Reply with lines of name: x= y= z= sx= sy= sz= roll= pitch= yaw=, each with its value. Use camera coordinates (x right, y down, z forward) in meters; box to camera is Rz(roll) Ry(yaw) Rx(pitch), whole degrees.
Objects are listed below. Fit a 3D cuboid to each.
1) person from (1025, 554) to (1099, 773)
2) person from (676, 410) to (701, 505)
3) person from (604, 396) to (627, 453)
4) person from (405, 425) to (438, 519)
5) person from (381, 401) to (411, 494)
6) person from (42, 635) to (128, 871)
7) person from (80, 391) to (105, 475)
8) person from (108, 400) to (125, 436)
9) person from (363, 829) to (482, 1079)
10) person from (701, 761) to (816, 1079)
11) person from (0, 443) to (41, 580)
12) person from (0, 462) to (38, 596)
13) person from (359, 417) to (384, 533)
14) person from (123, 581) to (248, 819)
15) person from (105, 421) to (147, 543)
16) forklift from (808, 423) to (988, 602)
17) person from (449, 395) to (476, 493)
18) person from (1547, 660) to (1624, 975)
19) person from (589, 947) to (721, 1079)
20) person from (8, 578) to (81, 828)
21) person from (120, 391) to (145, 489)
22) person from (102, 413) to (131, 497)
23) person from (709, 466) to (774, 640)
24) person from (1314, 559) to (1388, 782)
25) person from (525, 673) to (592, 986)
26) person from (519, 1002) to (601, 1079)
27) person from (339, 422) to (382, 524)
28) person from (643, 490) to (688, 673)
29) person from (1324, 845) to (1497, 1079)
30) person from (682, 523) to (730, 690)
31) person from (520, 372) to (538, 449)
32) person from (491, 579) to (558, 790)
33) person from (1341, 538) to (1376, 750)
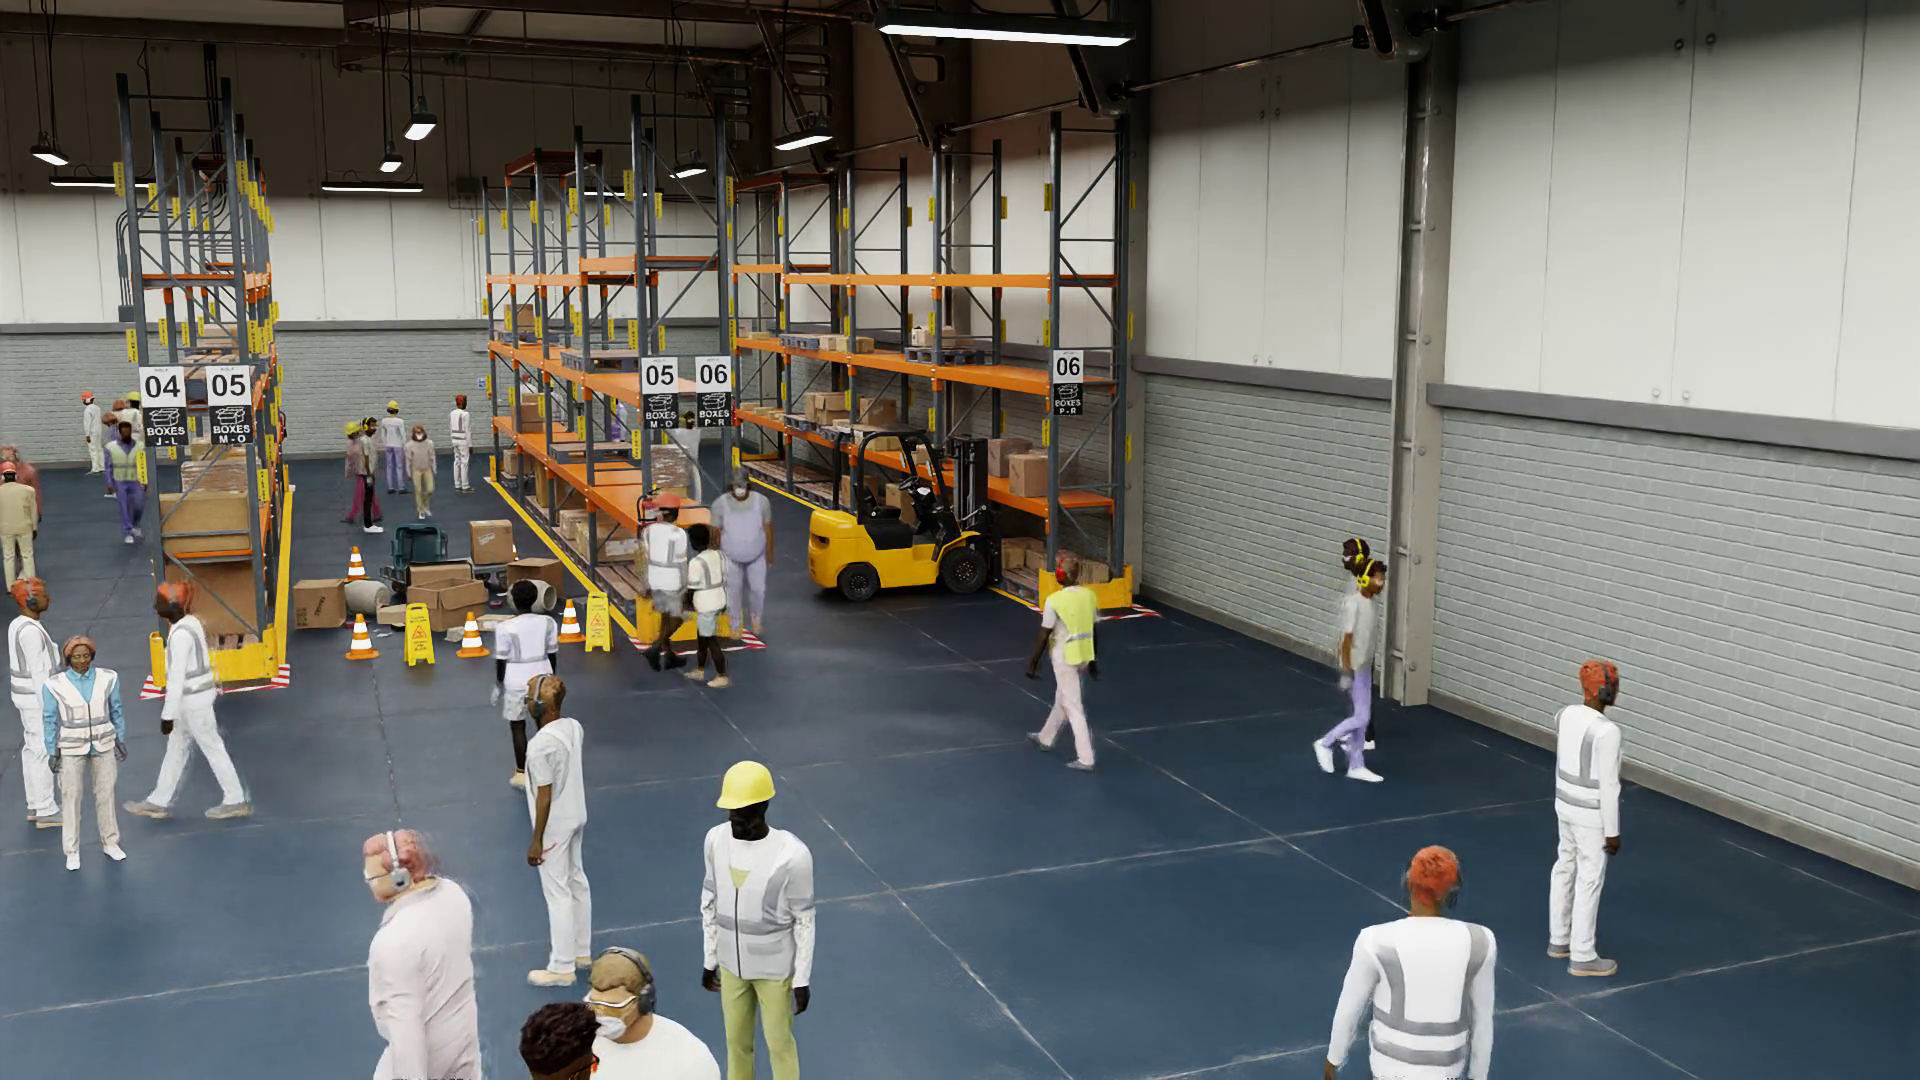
person: x=0.834 y=1.015 z=14.021 sx=0.939 sy=1.802 sz=0.572 roll=8 pitch=12 yaw=42
person: x=-4.713 y=-1.339 z=28.743 sx=0.525 sy=1.835 sz=0.910 roll=-7 pitch=11 yaw=-38
person: x=-6.900 y=-2.060 z=33.283 sx=0.429 sy=1.837 sz=0.627 roll=-8 pitch=12 yaw=-42
person: x=-9.119 y=-1.148 z=28.196 sx=0.525 sy=1.613 sz=0.371 roll=-5 pitch=10 yaw=-30
person: x=-10.709 y=-1.753 z=31.549 sx=0.522 sy=1.767 sz=0.317 roll=3 pitch=10 yaw=19
person: x=-6.114 y=1.473 z=11.642 sx=0.525 sy=1.637 sz=0.307 roll=-8 pitch=12 yaw=-42
person: x=-18.066 y=-2.226 z=34.593 sx=0.349 sy=1.743 sz=0.563 roll=-1 pitch=9 yaw=-5
person: x=-17.017 y=-2.033 z=33.760 sx=0.288 sy=1.624 sz=0.506 roll=8 pitch=12 yaw=40
person: x=-2.307 y=2.099 z=6.954 sx=0.772 sy=1.870 sz=0.667 roll=2 pitch=9 yaw=13
person: x=-0.951 y=1.953 z=7.710 sx=0.587 sy=1.928 sz=0.382 roll=5 pitch=10 yaw=27
person: x=-12.918 y=-0.415 z=22.762 sx=0.667 sy=1.881 sz=0.634 roll=-2 pitch=9 yaw=-13
person: x=-12.251 y=-0.149 z=21.555 sx=0.554 sy=1.735 sz=0.379 roll=-5 pitch=10 yaw=-29
person: x=-9.503 y=-1.049 z=26.804 sx=0.333 sy=1.866 sz=0.515 roll=-3 pitch=9 yaw=-17
person: x=-5.875 y=1.228 z=12.508 sx=0.929 sy=1.845 sz=0.613 roll=-3 pitch=10 yaw=-21
person: x=-12.893 y=-0.898 z=25.746 sx=0.605 sy=1.904 sz=0.458 roll=-7 pitch=11 yaw=-36
forklift: x=-0.830 y=-0.399 z=21.676 sx=2.313 sy=2.155 sz=1.214 roll=-4 pitch=10 yaw=-21
person: x=-9.486 y=-1.829 z=31.677 sx=0.575 sy=1.880 sz=0.358 roll=7 pitch=12 yaw=38
person: x=3.722 y=1.635 z=9.880 sx=0.355 sy=1.878 sz=0.583 roll=-2 pitch=9 yaw=-10
person: x=-1.098 y=2.283 z=5.639 sx=0.636 sy=1.931 sz=0.367 roll=4 pitch=10 yaw=22
person: x=-6.915 y=1.214 z=12.496 sx=0.355 sy=1.885 sz=0.576 roll=-7 pitch=12 yaw=-39
person: x=-15.929 y=-1.917 z=32.156 sx=0.580 sy=1.903 sz=0.443 roll=3 pitch=9 yaw=17
person: x=-15.750 y=-1.569 z=30.949 sx=0.572 sy=1.588 sz=0.573 roll=-4 pitch=10 yaw=-25
person: x=-2.462 y=0.135 z=18.795 sx=0.723 sy=2.000 sz=0.548 roll=-2 pitch=9 yaw=-13
person: x=3.231 y=1.057 z=13.593 sx=0.473 sy=1.848 sz=0.550 roll=6 pitch=11 yaw=35
person: x=-2.358 y=1.679 z=9.692 sx=0.346 sy=1.845 sz=0.505 roll=2 pitch=9 yaw=15
person: x=-1.192 y=2.353 z=5.071 sx=0.605 sy=1.966 sz=0.367 roll=4 pitch=10 yaw=25
person: x=-10.015 y=-1.110 z=27.651 sx=0.536 sy=1.700 sz=0.863 roll=7 pitch=12 yaw=39
person: x=-3.082 y=0.449 z=17.237 sx=0.539 sy=1.914 sz=0.692 roll=5 pitch=10 yaw=28
person: x=1.832 y=2.135 z=6.767 sx=0.636 sy=1.864 sz=0.643 roll=0 pitch=9 yaw=-2
person: x=-2.614 y=0.660 z=16.624 sx=0.722 sy=1.665 sz=0.547 roll=4 pitch=10 yaw=21
person: x=-9.981 y=-2.920 z=38.449 sx=0.646 sy=1.907 sz=0.401 roll=3 pitch=10 yaw=20
person: x=-3.493 y=1.160 z=13.428 sx=0.545 sy=1.697 sz=0.321 roll=-8 pitch=12 yaw=-41
person: x=3.471 y=0.905 z=14.540 sx=0.327 sy=1.861 sz=0.499 roll=0 pitch=9 yaw=0
